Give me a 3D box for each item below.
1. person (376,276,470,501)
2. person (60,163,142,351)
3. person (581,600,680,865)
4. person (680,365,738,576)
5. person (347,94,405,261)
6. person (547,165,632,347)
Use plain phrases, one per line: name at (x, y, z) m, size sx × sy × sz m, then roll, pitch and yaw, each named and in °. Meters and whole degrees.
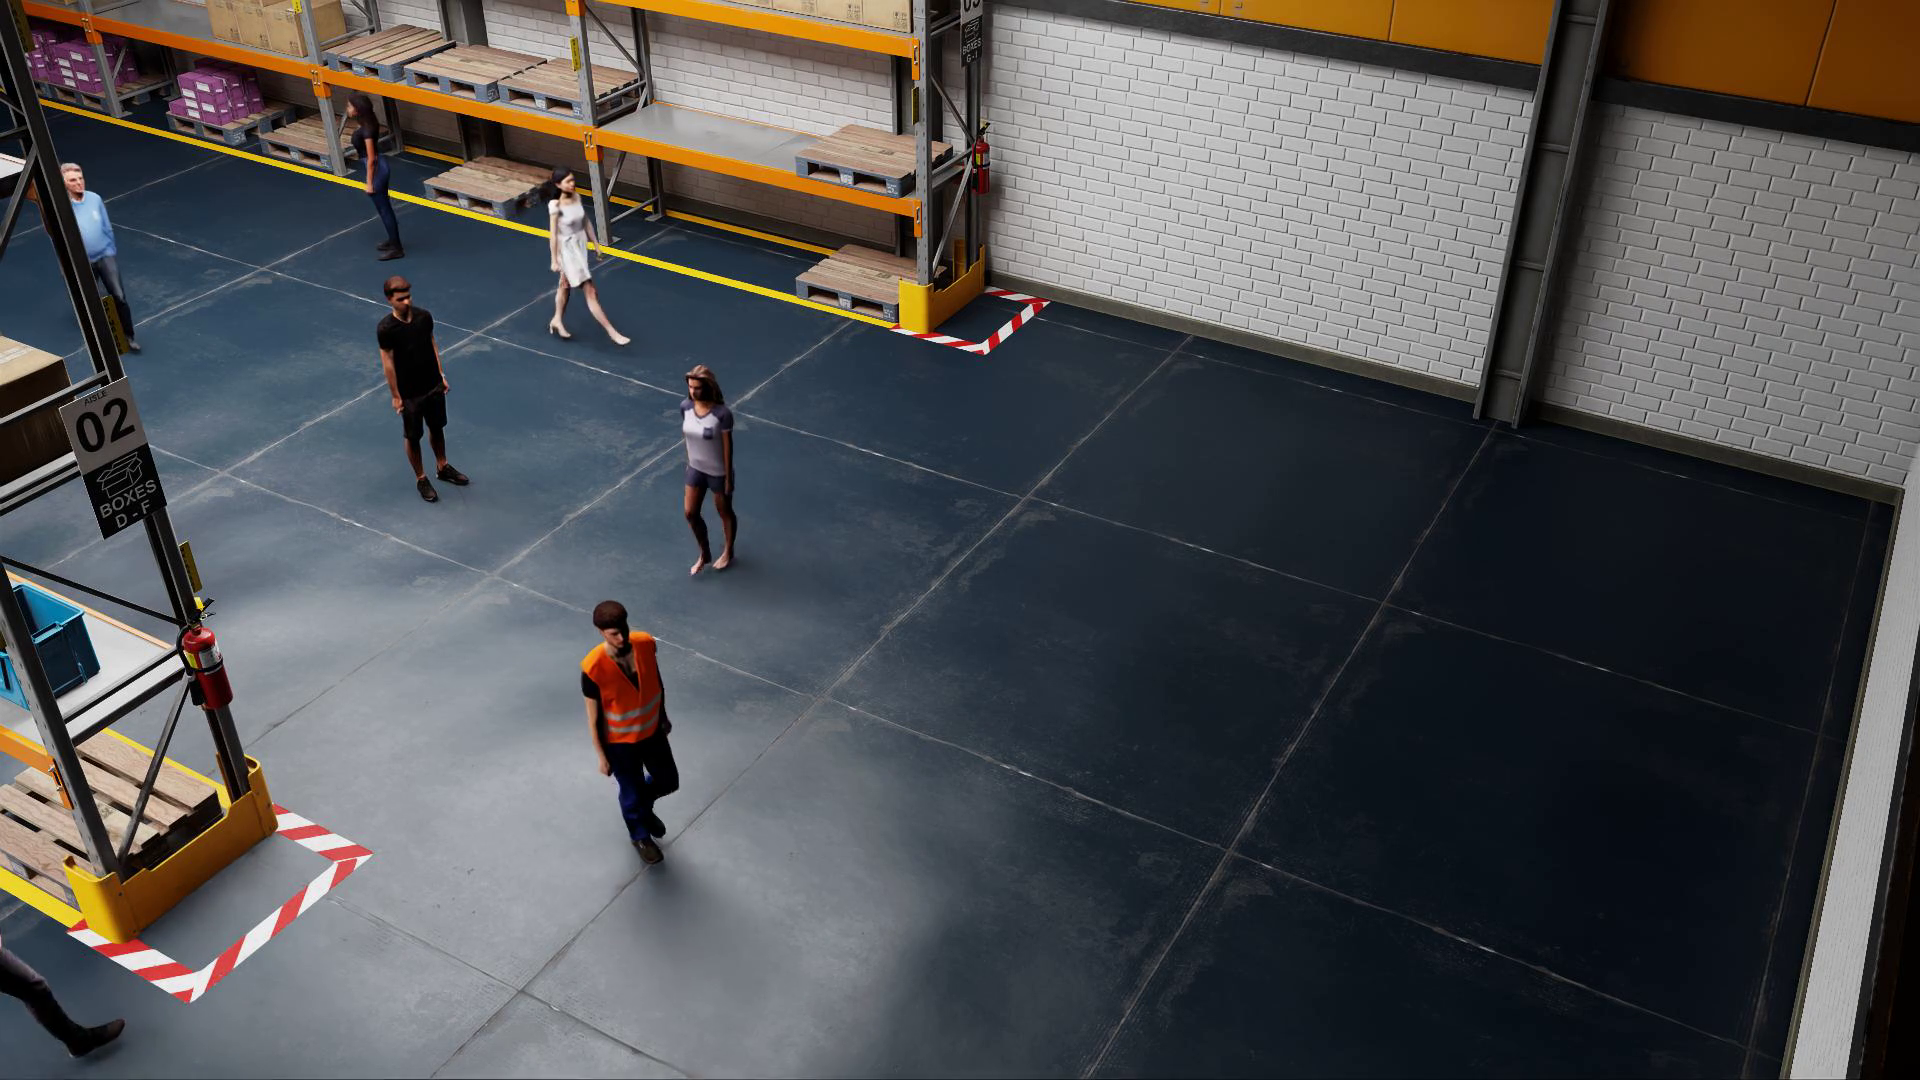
person at (-4.323, -1.243, 13.245) m, size 0.623 × 1.862 × 0.698 m, roll 23°, pitch 40°, yaw 31°
person at (-8.079, -2.632, 15.394) m, size 1.118 × 1.796 × 0.835 m, roll 28°, pitch 43°, yaw 36°
person at (-1.974, 1.081, 9.743) m, size 0.786 × 1.868 × 0.789 m, roll -28°, pitch 43°, yaw -35°
person at (-1.800, -0.560, 12.345) m, size 0.598 × 1.720 × 0.698 m, roll 15°, pitch 36°, yaw 21°
person at (-5.994, -3.750, 17.132) m, size 0.722 × 1.734 × 0.659 m, roll -7°, pitch 34°, yaw -10°
person at (-3.667, -2.623, 15.442) m, size 1.162 × 1.729 × 0.662 m, roll 16°, pitch 37°, yaw 22°
